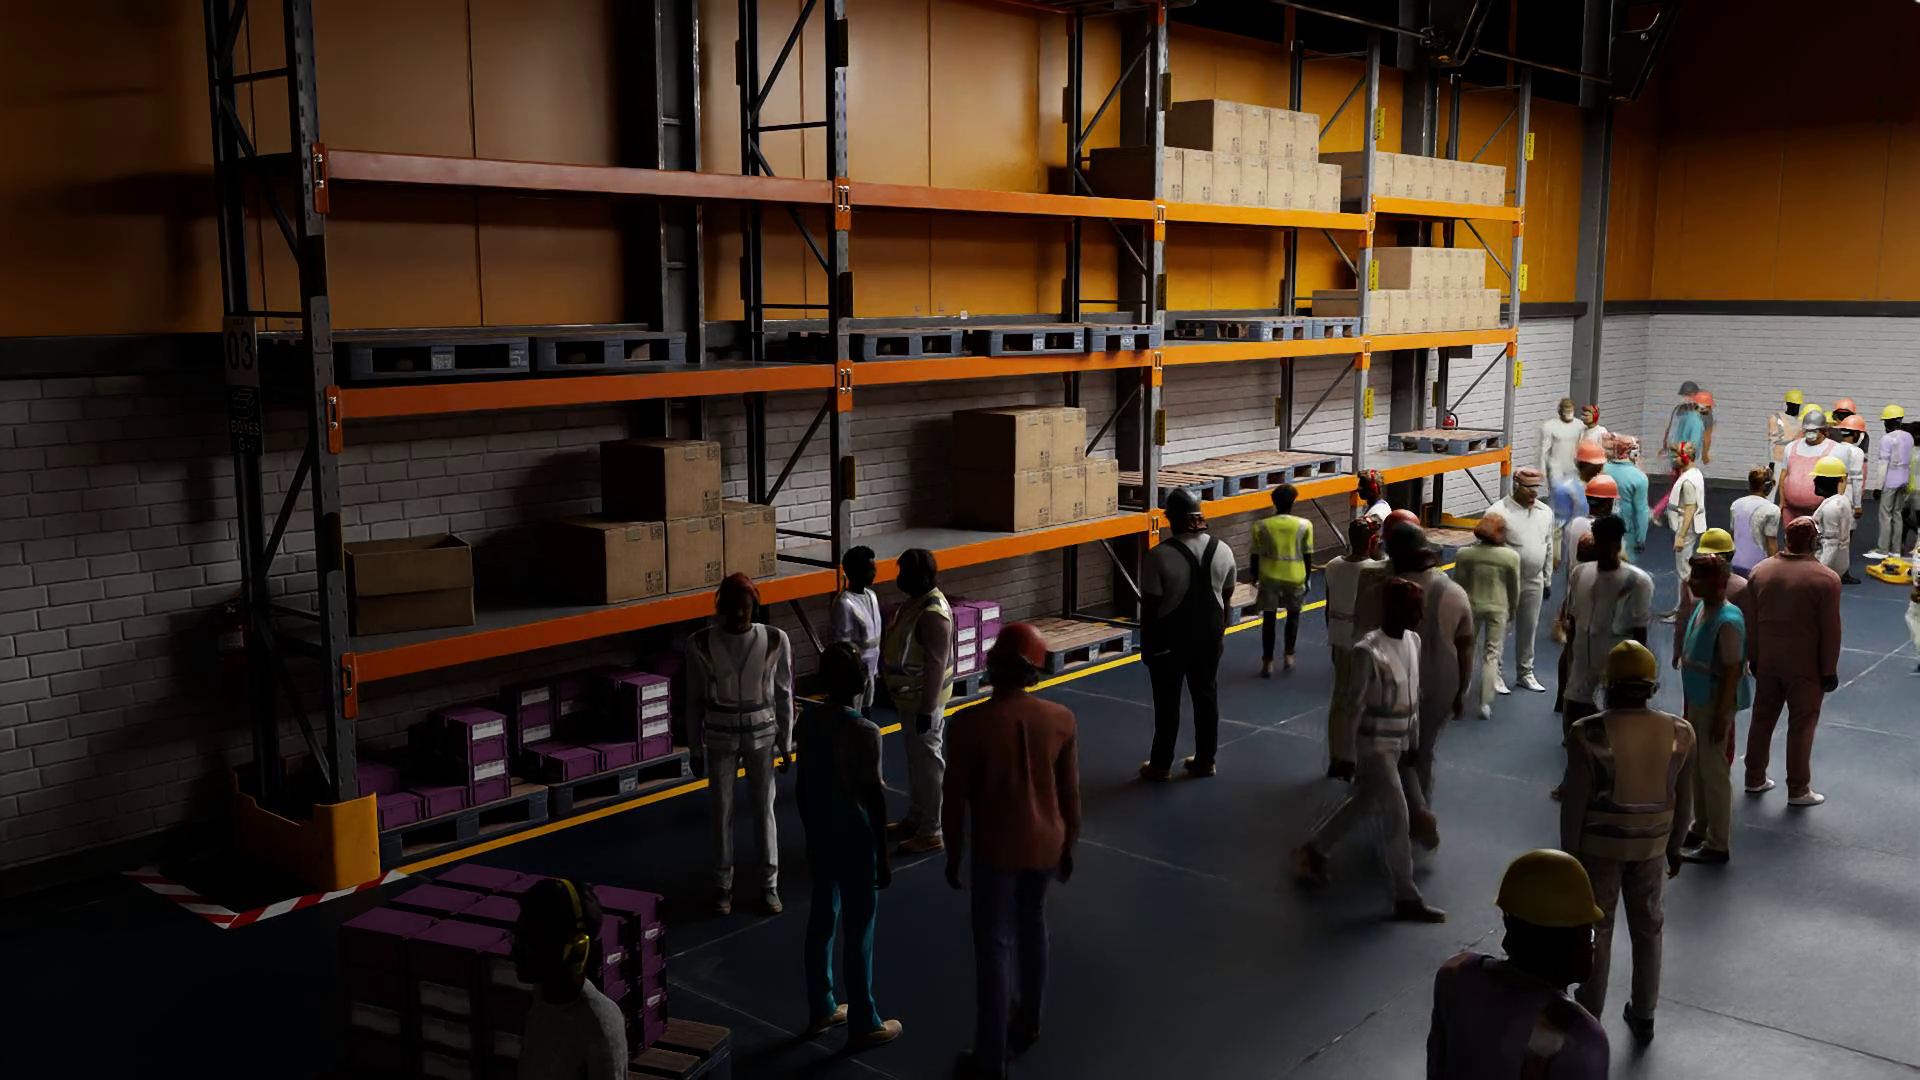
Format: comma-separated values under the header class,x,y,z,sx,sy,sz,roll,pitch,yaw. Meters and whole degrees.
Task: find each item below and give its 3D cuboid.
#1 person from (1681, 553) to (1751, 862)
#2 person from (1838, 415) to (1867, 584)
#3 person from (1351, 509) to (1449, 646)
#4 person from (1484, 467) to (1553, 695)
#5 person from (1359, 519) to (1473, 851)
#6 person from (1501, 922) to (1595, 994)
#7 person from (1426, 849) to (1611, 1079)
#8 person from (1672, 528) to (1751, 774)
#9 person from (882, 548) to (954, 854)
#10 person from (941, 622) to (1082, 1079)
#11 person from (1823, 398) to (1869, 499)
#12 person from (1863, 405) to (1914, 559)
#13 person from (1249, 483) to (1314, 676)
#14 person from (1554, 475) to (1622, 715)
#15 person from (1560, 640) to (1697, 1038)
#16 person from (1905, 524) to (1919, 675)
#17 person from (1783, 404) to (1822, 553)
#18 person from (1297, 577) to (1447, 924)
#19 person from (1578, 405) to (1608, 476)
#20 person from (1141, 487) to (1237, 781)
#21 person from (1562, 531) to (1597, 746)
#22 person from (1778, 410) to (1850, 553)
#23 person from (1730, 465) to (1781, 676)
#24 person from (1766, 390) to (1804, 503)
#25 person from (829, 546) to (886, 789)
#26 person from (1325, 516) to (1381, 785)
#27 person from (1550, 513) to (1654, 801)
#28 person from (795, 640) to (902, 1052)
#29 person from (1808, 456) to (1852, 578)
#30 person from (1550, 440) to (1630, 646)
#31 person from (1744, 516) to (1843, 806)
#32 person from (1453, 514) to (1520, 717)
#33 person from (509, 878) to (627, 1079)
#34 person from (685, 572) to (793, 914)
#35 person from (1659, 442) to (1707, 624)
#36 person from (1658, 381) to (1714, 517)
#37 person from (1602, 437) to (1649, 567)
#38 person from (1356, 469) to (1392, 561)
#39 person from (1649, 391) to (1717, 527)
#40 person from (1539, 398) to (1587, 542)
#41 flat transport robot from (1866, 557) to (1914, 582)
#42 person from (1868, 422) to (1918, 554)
class,x,y,z,sx,sy,sz,roll,pitch,yaw
person,4.456,0.987,9.851,0.373,1.840,0.570,1,9,9
person,10.071,-0.458,18.919,0.387,1.926,0.548,-1,9,-9
person,2.800,0.789,10.638,0.623,1.992,0.392,5,10,30
person,4.663,0.339,13.857,0.647,1.900,0.400,-2,9,-15
person,2.747,0.866,9.991,0.697,2.000,0.816,-2,9,-10
person,1.738,1.841,5.012,0.267,1.632,0.507,0,9,-1
person,1.531,1.770,4.528,0.371,1.925,0.595,-4,10,-27
person,5.123,0.791,11.360,0.325,1.766,0.533,-8,12,-41
person,-0.257,0.957,10.049,0.429,1.844,0.627,-2,9,-14
person,0.212,1.334,7.279,0.629,1.944,0.677,-4,10,-24
person,10.596,-0.694,20.094,0.613,2.033,0.411,5,10,28
person,11.512,-0.711,20.579,0.592,1.915,0.392,-5,10,-31
person,2.791,0.340,14.486,0.558,1.677,0.512,2,9,10
person,4.974,0.450,13.066,0.398,1.929,0.543,-3,9,-16
person,2.982,1.354,7.512,0.600,1.831,0.404,-1,9,-3
person,8.412,0.353,14.271,0.597,1.732,0.432,-1,9,-5
person,10.516,-0.725,20.623,0.368,1.924,0.594,-3,9,-21
person,2.276,1.098,9.161,0.948,1.846,0.591,9,12,44
person,8.255,-0.849,21.711,0.387,1.838,0.562,-1,9,-7
person,1.529,0.635,11.484,0.681,2.000,0.535,-3,9,-21
person,4.546,0.744,12.066,0.309,1.641,0.514,1,9,9
person,9.327,-0.421,18.293,0.537,2.000,0.689,-8,12,-43
person,6.931,0.263,14.547,0.342,1.838,0.503,-3,9,-21
person,11.700,-1.165,23.509,0.583,1.918,0.403,-1,9,-4
person,-0.690,0.872,11.083,0.319,1.694,0.535,4,10,22
person,2.711,0.751,11.358,0.389,1.847,0.566,-6,10,-32
person,4.322,0.760,11.040,0.827,1.931,0.605,-6,11,-35
person,-0.508,1.358,7.444,0.512,1.846,0.340,7,11,39
person,7.489,0.237,14.407,0.370,1.929,0.585,6,10,32
person,5.757,0.070,15.309,0.628,1.998,1.043,-3,9,-16
person,5.509,0.786,10.986,0.397,1.901,0.642,-5,10,-28
person,4.205,0.580,13.324,0.503,1.578,0.858,3,9,21
person,-1.061,1.804,4.476,0.328,1.876,0.514,-7,11,-37
person,-1.194,1.101,9.014,0.579,1.879,0.370,-2,9,-10
person,7.270,-0.068,16.666,0.389,1.837,0.563,4,10,24
person,10.476,-1.331,24.161,0.983,2.000,0.704,-2,9,-13
person,6.589,-0.082,16.577,0.399,1.900,0.644,-5,10,-30
person,3.562,0.308,14.246,0.382,1.839,0.570,2,9,13
person,9.916,-1.072,22.777,0.719,1.955,0.641,1,9,3
person,7.962,-0.949,22.104,0.651,1.916,0.587,-1,9,-8
flat transport robot,11.244,0.349,19.014,1.431,0.197,0.652,2,9,10
person,11.823,-0.633,20.817,0.646,1.676,0.542,5,10,27
